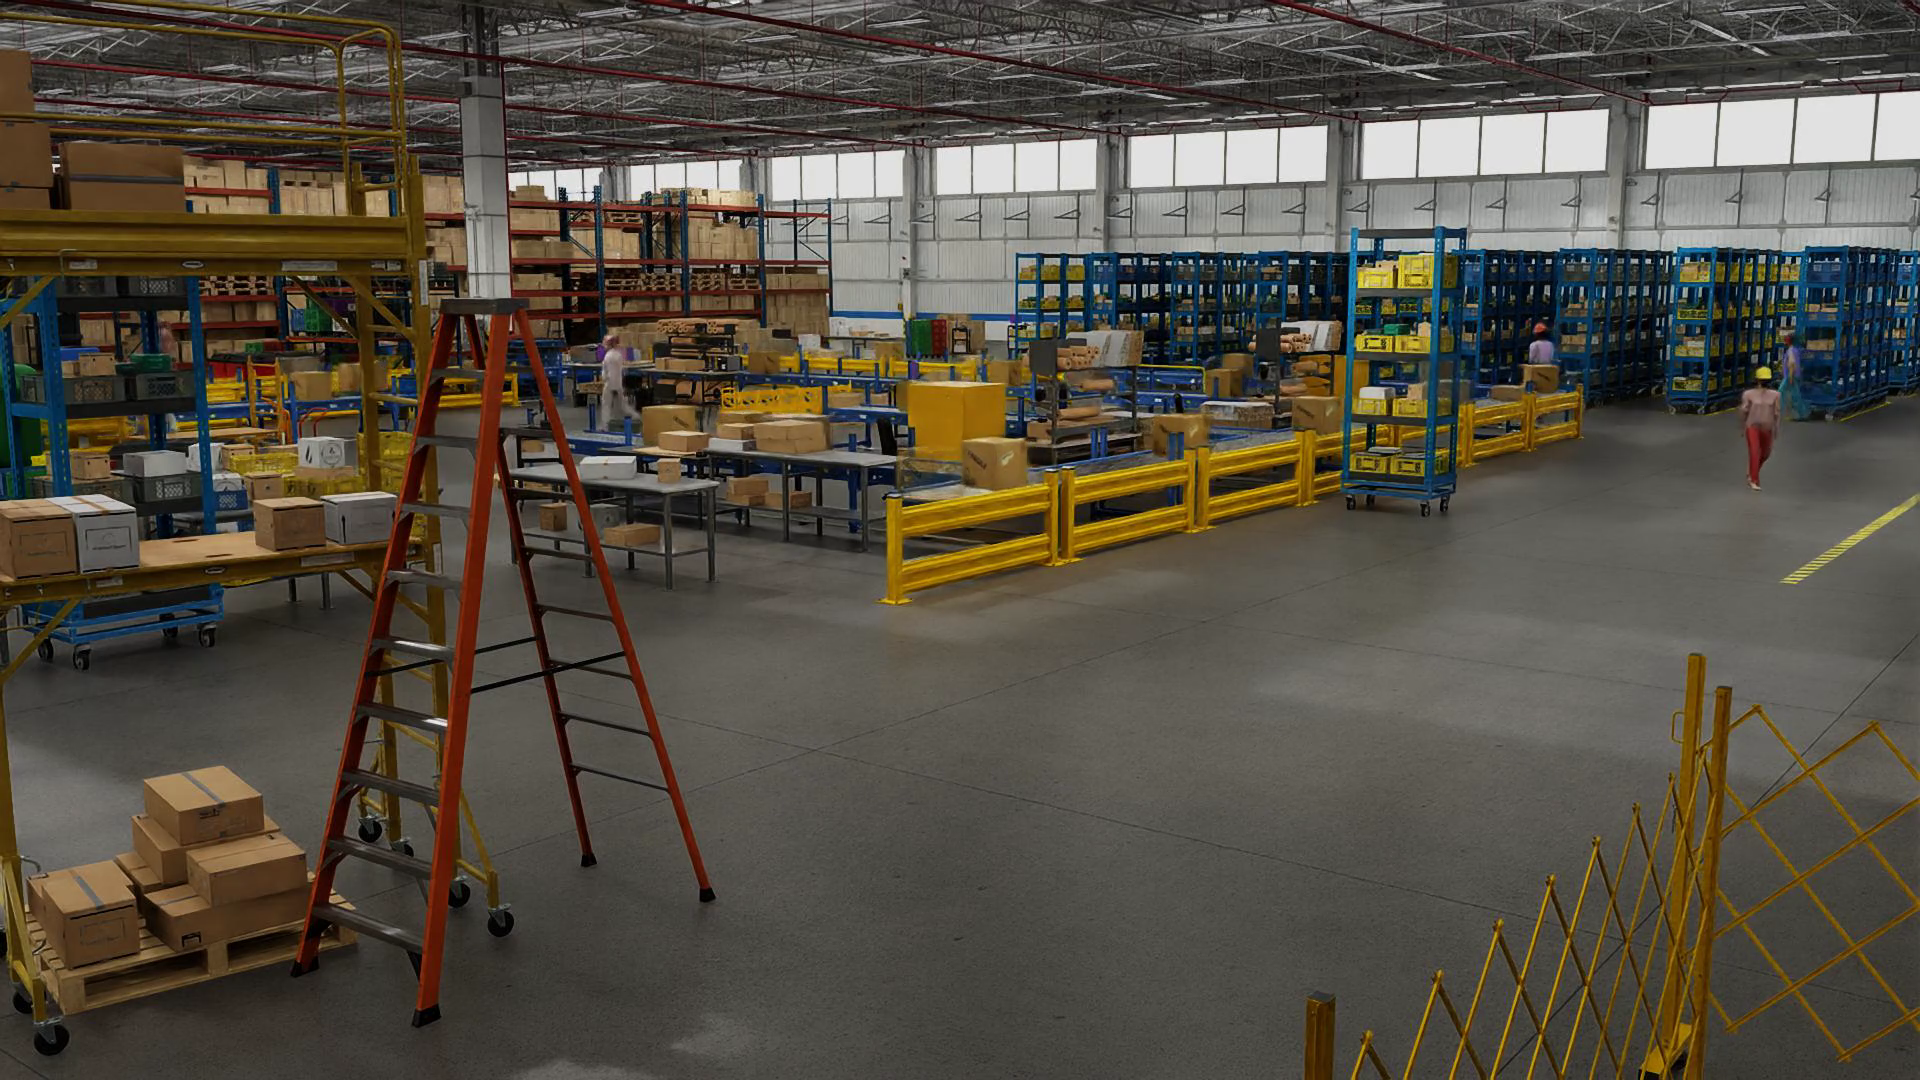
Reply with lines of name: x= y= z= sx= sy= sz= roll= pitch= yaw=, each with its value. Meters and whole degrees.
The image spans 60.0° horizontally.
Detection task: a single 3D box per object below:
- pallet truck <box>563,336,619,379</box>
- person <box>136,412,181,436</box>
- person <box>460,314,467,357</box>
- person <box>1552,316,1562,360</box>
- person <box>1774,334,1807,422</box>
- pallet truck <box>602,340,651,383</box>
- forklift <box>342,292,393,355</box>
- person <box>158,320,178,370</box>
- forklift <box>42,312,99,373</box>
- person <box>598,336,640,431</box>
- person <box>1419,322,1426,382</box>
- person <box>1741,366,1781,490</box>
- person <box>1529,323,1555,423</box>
pallet truck: x=-10.690 y=-5.294 z=48.215 sx=1.601 sy=1.201 sz=0.680 roll=-5 pitch=10 yaw=-26
person: x=-10.910 y=-1.525 z=22.659 sx=0.553 sy=1.876 sz=1.055 roll=5 pitch=11 yaw=31
person: x=-18.172 y=-7.510 z=60.502 sx=0.656 sy=1.714 sz=0.528 roll=-5 pitch=10 yaw=-28
person: x=17.338 y=-5.721 z=48.524 sx=0.392 sy=1.986 sz=0.609 roll=3 pitch=9 yaw=16
person: x=16.975 y=-3.329 z=34.209 sx=1.014 sy=1.777 sz=0.572 roll=5 pitch=11 yaw=31
pallet truck: x=-8.991 y=-4.871 z=45.351 sx=0.653 sy=1.274 sz=1.630 roll=7 pitch=11 yaw=37
forklift: x=-16.485 y=-5.622 z=45.120 sx=1.129 sy=2.768 sz=1.873 roll=7 pitch=11 yaw=37
person: x=-20.639 y=-4.820 z=43.362 sx=1.052 sy=1.839 sz=0.669 roll=-6 pitch=11 yaw=-32
forklift: x=-23.779 y=-5.451 z=44.052 sx=1.873 sy=2.768 sz=1.129 roll=7 pitch=11 yaw=36
person: x=-6.481 y=-2.928 z=31.444 sx=0.874 sy=1.876 sz=0.635 roll=1 pitch=9 yaw=8
person: x=11.605 y=-4.532 z=41.626 sx=0.403 sy=1.827 sz=0.631 roll=3 pitch=10 yaw=20
person: x=11.292 y=-1.595 z=23.519 sx=0.529 sy=1.749 sz=0.641 roll=1 pitch=9 yaw=7
person: x=11.789 y=-3.396 z=33.867 sx=0.628 sy=2.025 sz=0.424 roll=-4 pitch=10 yaw=-22
